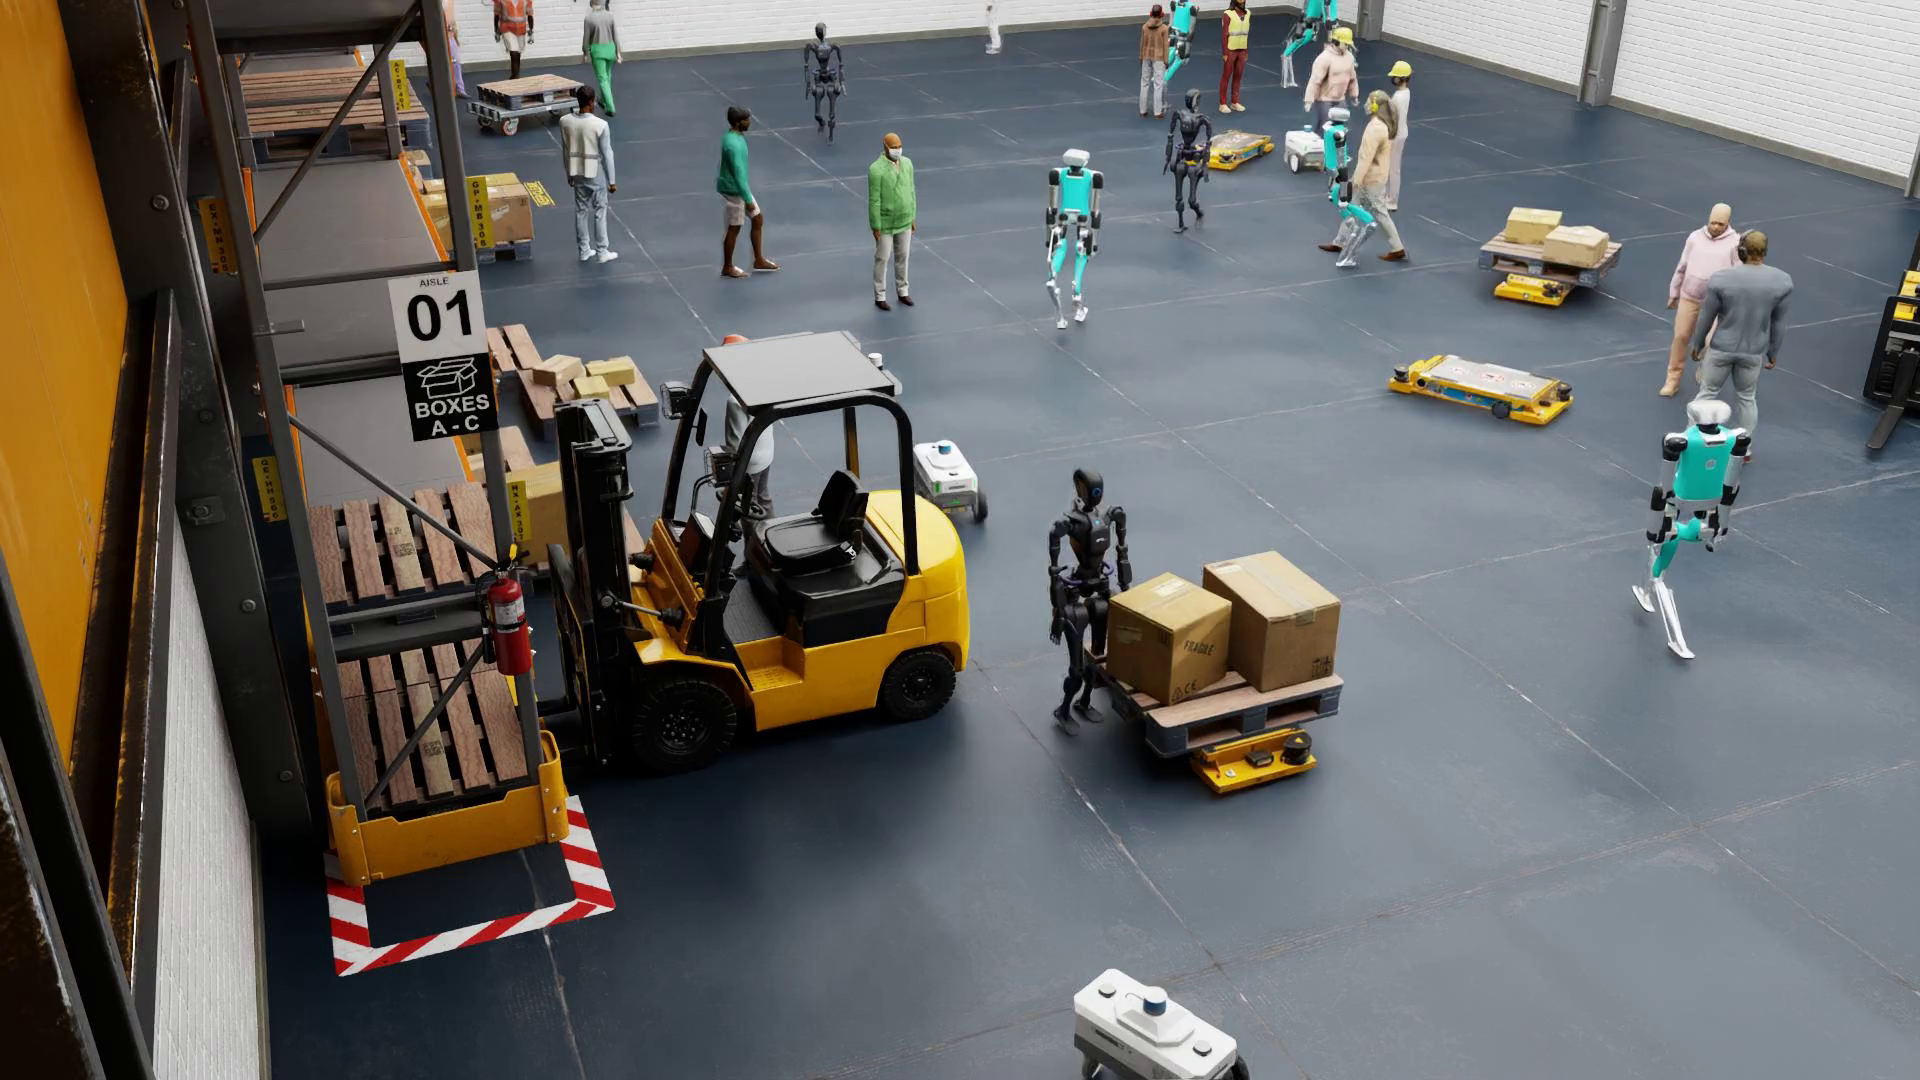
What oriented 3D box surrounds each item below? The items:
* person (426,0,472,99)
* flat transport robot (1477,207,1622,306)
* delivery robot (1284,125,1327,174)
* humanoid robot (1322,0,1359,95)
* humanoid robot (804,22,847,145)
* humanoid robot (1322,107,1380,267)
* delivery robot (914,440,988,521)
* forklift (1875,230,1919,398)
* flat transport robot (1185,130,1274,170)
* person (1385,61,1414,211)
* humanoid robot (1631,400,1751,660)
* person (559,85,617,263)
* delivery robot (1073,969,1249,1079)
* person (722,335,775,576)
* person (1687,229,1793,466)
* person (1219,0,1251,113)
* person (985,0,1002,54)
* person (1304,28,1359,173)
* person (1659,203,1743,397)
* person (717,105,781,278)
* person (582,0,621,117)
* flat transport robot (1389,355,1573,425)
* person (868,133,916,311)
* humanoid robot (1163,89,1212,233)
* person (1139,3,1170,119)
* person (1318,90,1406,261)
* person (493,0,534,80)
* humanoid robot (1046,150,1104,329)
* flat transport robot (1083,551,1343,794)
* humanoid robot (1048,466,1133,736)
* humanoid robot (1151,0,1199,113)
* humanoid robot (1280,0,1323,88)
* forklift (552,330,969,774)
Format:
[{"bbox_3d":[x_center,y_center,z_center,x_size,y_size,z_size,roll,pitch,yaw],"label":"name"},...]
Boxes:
[{"bbox_3d":[-8.018,-7.766,25.738,0.874,1.801,0.610,17,31,30],"label":"person"},{"bbox_3d":[6.187,-2.790,17.537,0.659,0.231,1.431,17,31,30],"label":"flat transport robot"},{"bbox_3d":[4.563,-5.151,21.913,0.499,0.592,0.792,-5,27,-10],"label":"delivery robot"},{"bbox_3d":[5.928,-7.692,25.764,0.803,1.860,0.531,9,28,18],"label":"humanoid robot"},{"bbox_3d":[-1.848,-6.341,23.042,0.590,1.646,0.483,1,27,1],"label":"humanoid robot"},{"bbox_3d":[4.201,-3.700,17.771,0.798,1.821,0.538,-2,27,-4],"label":"humanoid robot"},{"bbox_3d":[-0.105,-0.439,12.563,0.499,0.614,0.791,-7,28,-13],"label":"delivery robot"},{"bbox_3d":[9.029,-2.397,14.618,1.214,2.155,2.313,18,32,32],"label":"forklift"},{"bbox_3d":[3.653,-5.273,22.475,0.659,0.231,1.431,17,31,30],"label":"flat transport robot"},{"bbox_3d":[5.210,-4.840,19.946,0.305,1.770,0.524,6,27,12],"label":"person"},{"bbox_3d":[4.583,-0.160,10.722,0.557,1.758,1.043,-2,27,-4],"label":"humanoid robot"},{"bbox_3d":[-4.012,-3.952,18.029,0.601,1.906,0.414,8,28,16],"label":"person"},{"bbox_3d":[0.863,2.214,7.257,0.757,0.587,0.525,23,35,38],"label":"delivery robot"},{"bbox_3d":[-1.479,-0.584,11.509,0.352,1.742,0.572,7,28,14],"label":"person"},{"bbox_3d":[6.131,-1.499,13.132,0.649,1.923,0.391,4,27,8],"label":"person"},{"bbox_3d":[4.097,-7.296,24.830,0.475,1.768,0.372,-14,30,-26],"label":"person"},{"bbox_3d":[0.555,-9.417,28.959,0.425,1.847,0.642,-4,27,-7],"label":"person"},{"bbox_3d":[4.804,-5.762,21.702,0.881,1.834,0.578,-16,31,-28],"label":"person"},{"bbox_3d":[6.481,-2.085,14.471,0.608,1.758,0.495,20,33,34],"label":"person"},{"bbox_3d":[-2.221,-3.656,17.521,0.770,1.823,0.537,-2,27,-4],"label":"person"},{"bbox_3d":[-5.381,-7.264,24.723,0.523,1.798,0.895,-21,33,-35],"label":"person"},{"bbox_3d":[4.591,-1.348,14.668,1.431,0.231,0.659,20,33,34],"label":"flat transport robot"},{"bbox_3d":[-0.681,-3.190,16.664,0.534,1.778,0.390,-19,32,-33],"label":"person"},{"bbox_3d":[2.631,-4.353,19.075,0.593,1.643,0.402,17,31,30],"label":"humanoid robot"},{"bbox_3d":[2.843,-7.029,24.436,0.462,1.648,0.328,14,30,26],"label":"person"},{"bbox_3d":[4.502,-3.968,18.150,0.969,1.833,0.559,9,28,17],"label":"person"},{"bbox_3d":[-6.898,-7.912,25.905,0.601,1.904,0.880,-18,32,-32],"label":"person"},{"bbox_3d":[1.047,-2.799,15.910,0.535,1.740,0.982,6,27,12],"label":"humanoid robot"},{"bbox_3d":[1.469,1.009,9.981,0.659,0.231,1.431,-11,29,-21],"label":"flat transport robot"},{"bbox_3d":[0.782,0.349,9.722,0.603,1.657,0.399,-15,30,-27],"label":"humanoid robot"},{"bbox_3d":[3.127,-7.242,24.841,0.740,1.847,0.550,-19,32,-33],"label":"humanoid robot"},{"bbox_3d":[5.375,-8.060,26.406,0.587,1.785,0.790,-21,34,-36],"label":"humanoid robot"},{"bbox_3d":[-1.094,0.010,9.831,2.313,2.155,1.214,-10,28,-20],"label":"forklift"}]
